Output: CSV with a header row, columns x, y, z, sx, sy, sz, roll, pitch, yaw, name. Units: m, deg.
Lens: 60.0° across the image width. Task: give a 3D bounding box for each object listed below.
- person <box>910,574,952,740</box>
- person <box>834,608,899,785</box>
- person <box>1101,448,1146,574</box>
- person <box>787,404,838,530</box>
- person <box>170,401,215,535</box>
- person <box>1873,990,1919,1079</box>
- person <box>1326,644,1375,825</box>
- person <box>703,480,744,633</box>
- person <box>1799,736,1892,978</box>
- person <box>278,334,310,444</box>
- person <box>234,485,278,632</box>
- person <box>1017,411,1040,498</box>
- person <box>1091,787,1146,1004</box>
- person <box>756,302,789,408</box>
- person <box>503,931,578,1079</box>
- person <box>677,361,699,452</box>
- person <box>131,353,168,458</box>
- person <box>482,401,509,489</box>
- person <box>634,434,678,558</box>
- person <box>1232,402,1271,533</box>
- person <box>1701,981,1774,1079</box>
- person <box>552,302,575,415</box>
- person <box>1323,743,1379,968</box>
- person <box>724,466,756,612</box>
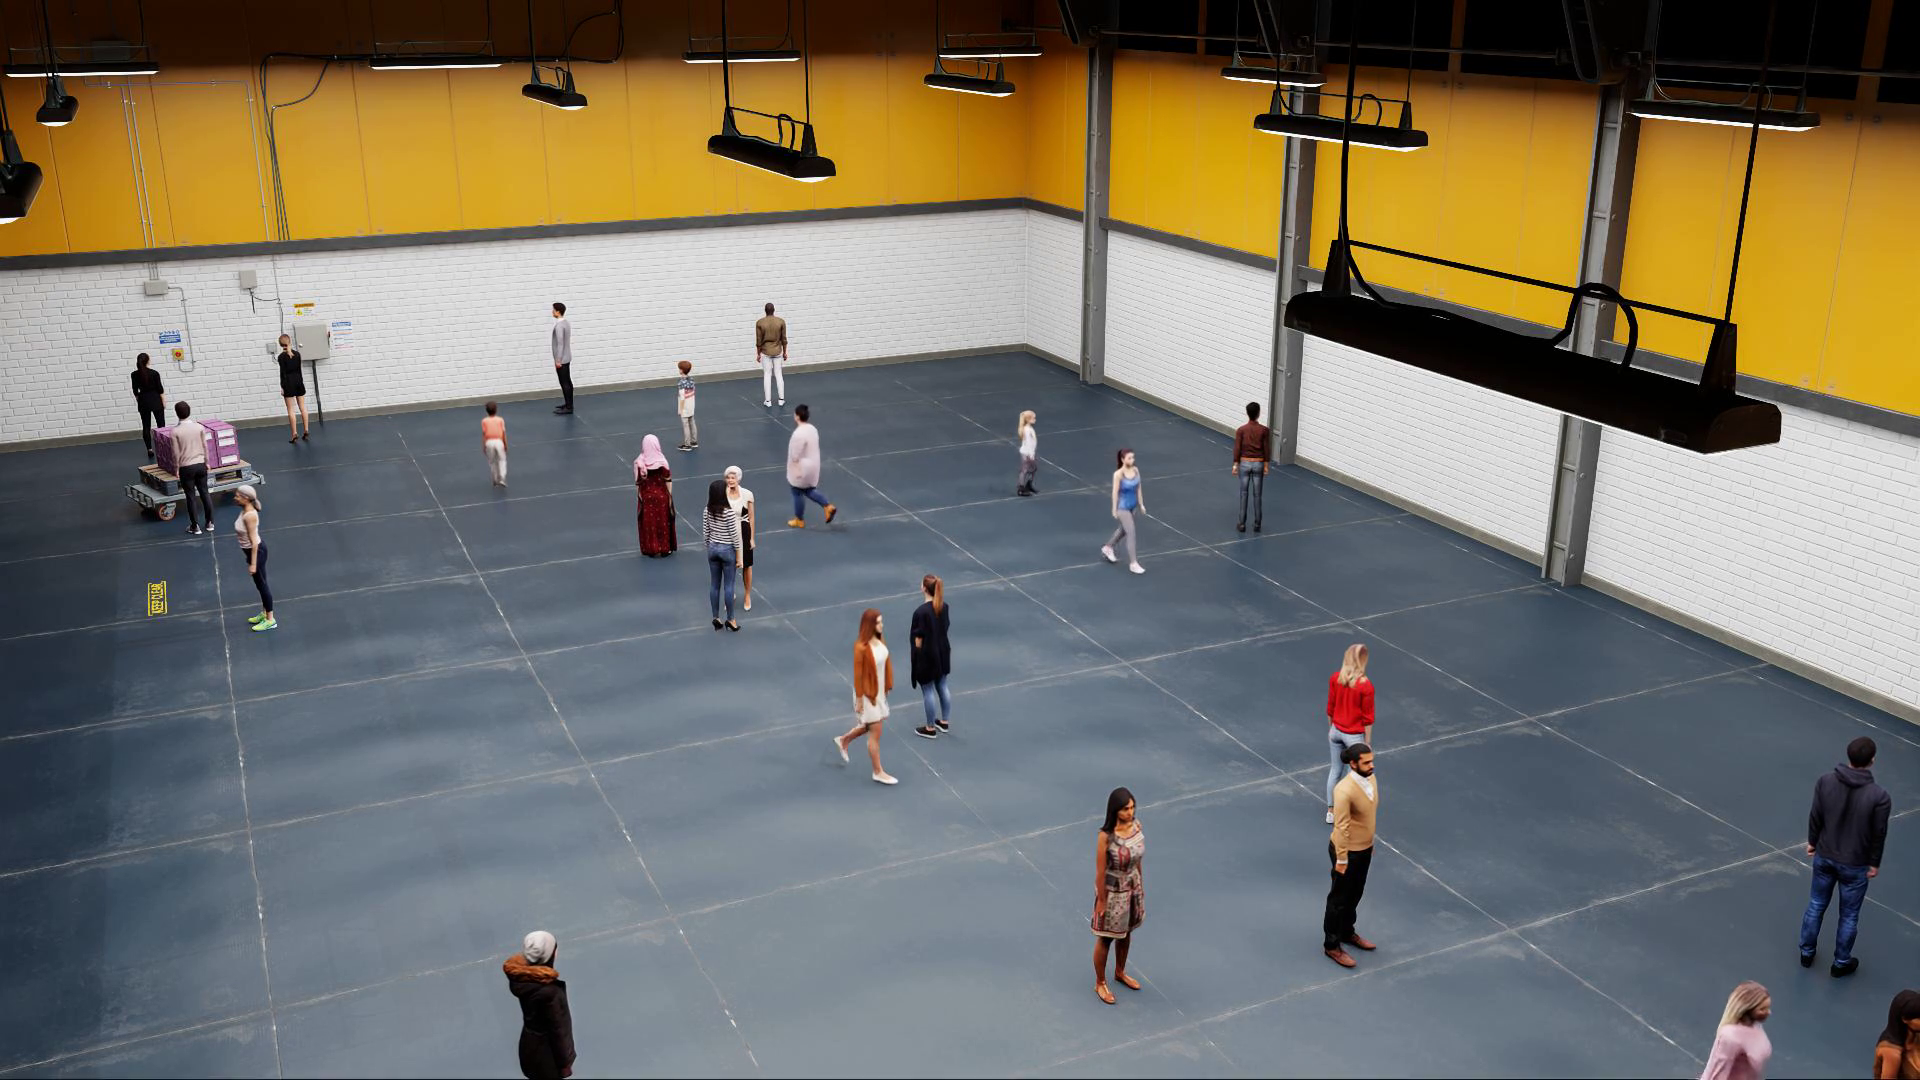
x,y,z,sx,sy,sz,roll,pitch,yaw,name
-0.268,1.130,16.323,0.695,1.683,0.666,-16,25,-40,person
-0.901,1.416,15.443,1.064,1.704,0.966,9,21,25,person
2.061,-0.402,21.039,0.778,1.577,1.105,-17,25,-40,person
-2.024,-0.973,22.502,1.076,1.725,0.988,8,20,24,person
-10.352,-0.987,22.411,0.671,1.810,0.695,18,25,42,person
5.395,3.363,9.680,0.620,1.690,0.625,16,25,40,person
3.403,1.710,14.570,0.733,1.704,0.564,-17,25,-40,person
-2.714,0.181,18.964,0.625,1.796,0.715,9,21,25,person
6.564,2.348,12.376,0.644,1.894,0.806,17,25,42,person
-10.776,-2.455,26.837,0.672,1.767,0.646,11,22,30,person
-8.088,0.184,19.104,0.660,1.702,0.474,-10,21,-26,person
0.910,-1.249,24.035,0.645,1.270,0.577,4,19,10,person
1.160,2.557,12.147,0.700,1.645,0.616,-15,24,-37,person
-3.301,-3.259,29.135,0.764,1.825,0.621,-5,19,-14,person
-2.583,3.166,10.352,0.737,1.636,0.606,-14,23,-35,person
-4.347,-2.154,26.456,0.647,1.439,0.596,8,20,23,person
-12.633,-2.100,25.949,0.666,1.662,0.654,-2,19,-7,person
-6.827,-1.385,24.387,0.549,1.302,0.629,-5,19,-14,person
-3.943,-0.576,21.461,0.760,1.637,0.769,1,19,3,person
3.940,-0.985,22.456,0.718,1.778,0.694,1,19,3,person
4.466,3.303,9.889,0.881,1.672,0.779,16,24,38,person
-6.840,-3.142,28.635,0.889,1.922,0.710,-1,19,-3,person
2.970,2.342,12.611,0.737,1.755,0.744,15,24,38,person
-2.641,-0.028,19.649,0.705,1.756,0.708,2,19,6,person
